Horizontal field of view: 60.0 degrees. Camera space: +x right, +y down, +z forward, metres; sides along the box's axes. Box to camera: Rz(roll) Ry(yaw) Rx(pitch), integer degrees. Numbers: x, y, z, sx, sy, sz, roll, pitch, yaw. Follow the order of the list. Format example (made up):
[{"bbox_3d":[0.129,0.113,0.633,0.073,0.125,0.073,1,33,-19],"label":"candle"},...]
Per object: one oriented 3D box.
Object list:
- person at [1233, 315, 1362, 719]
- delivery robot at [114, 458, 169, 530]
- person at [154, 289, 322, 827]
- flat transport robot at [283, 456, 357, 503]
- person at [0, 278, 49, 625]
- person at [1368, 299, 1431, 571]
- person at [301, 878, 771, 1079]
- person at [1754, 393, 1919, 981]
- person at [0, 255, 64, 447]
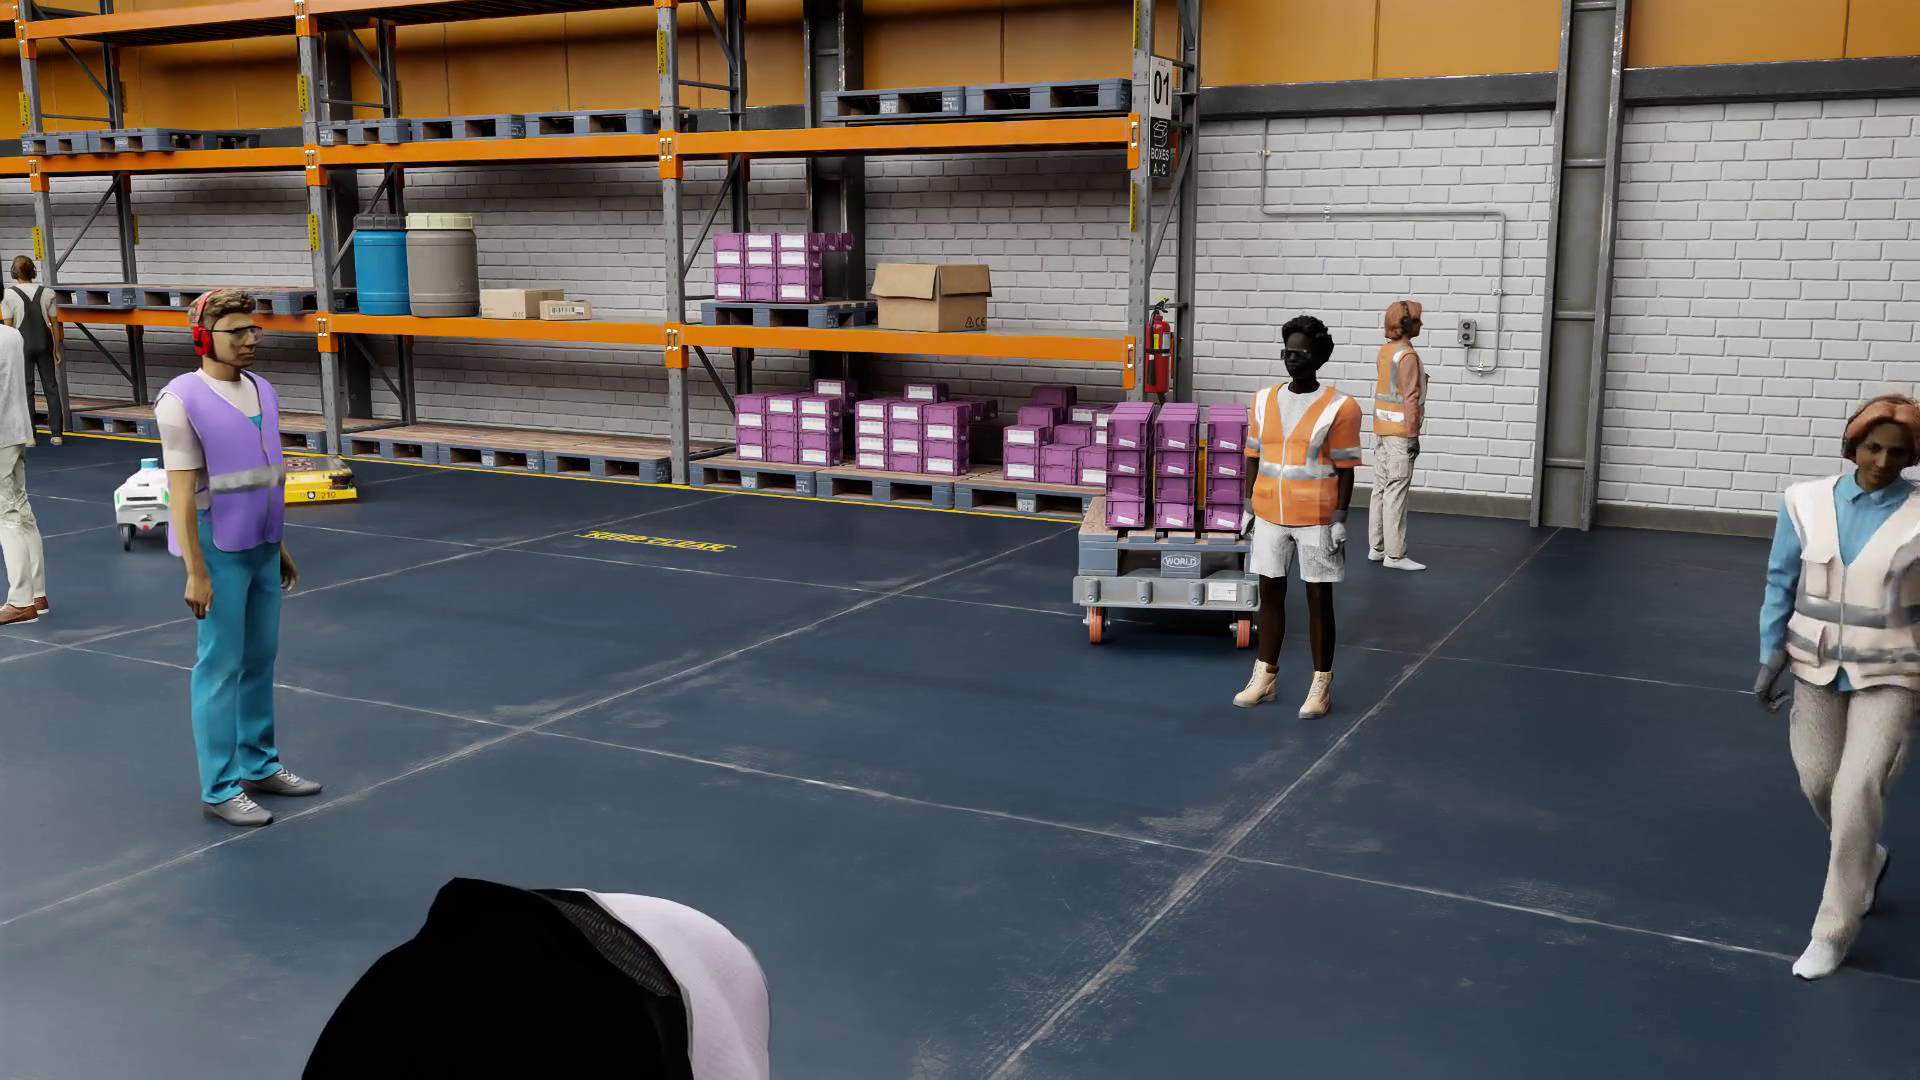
[{"bbox_3d":[1.425,-0.098,7.046,0.534,1.700,0.318,8,13,37],"label":"person"},{"bbox_3d":[-5.348,-0.296,11.013,0.477,0.478,0.707,-3,11,-15],"label":"delivery robot"},{"bbox_3d":[-2.538,0.056,5.797,0.378,1.844,0.569,2,10,9],"label":"person"},{"bbox_3d":[-5.198,-0.495,13.140,0.652,0.197,1.431,-5,11,-26],"label":"flat transport robot"},{"bbox_3d":[-5.042,-0.485,8.702,0.329,1.873,0.508,-2,11,-11],"label":"person"},{"bbox_3d":[2.679,-0.637,10.171,0.309,1.639,0.514,-1,10,-6],"label":"person"},{"bbox_3d":[-0.288,0.891,1.025,0.391,1.920,0.593,4,11,23],"label":"person"},{"bbox_3d":[2.559,0.378,4.686,0.690,1.611,0.518,-8,13,-38],"label":"person"},{"bbox_3d":[-8.961,-1.817,16.071,0.506,1.847,0.345,-10,14,-43],"label":"person"}]
